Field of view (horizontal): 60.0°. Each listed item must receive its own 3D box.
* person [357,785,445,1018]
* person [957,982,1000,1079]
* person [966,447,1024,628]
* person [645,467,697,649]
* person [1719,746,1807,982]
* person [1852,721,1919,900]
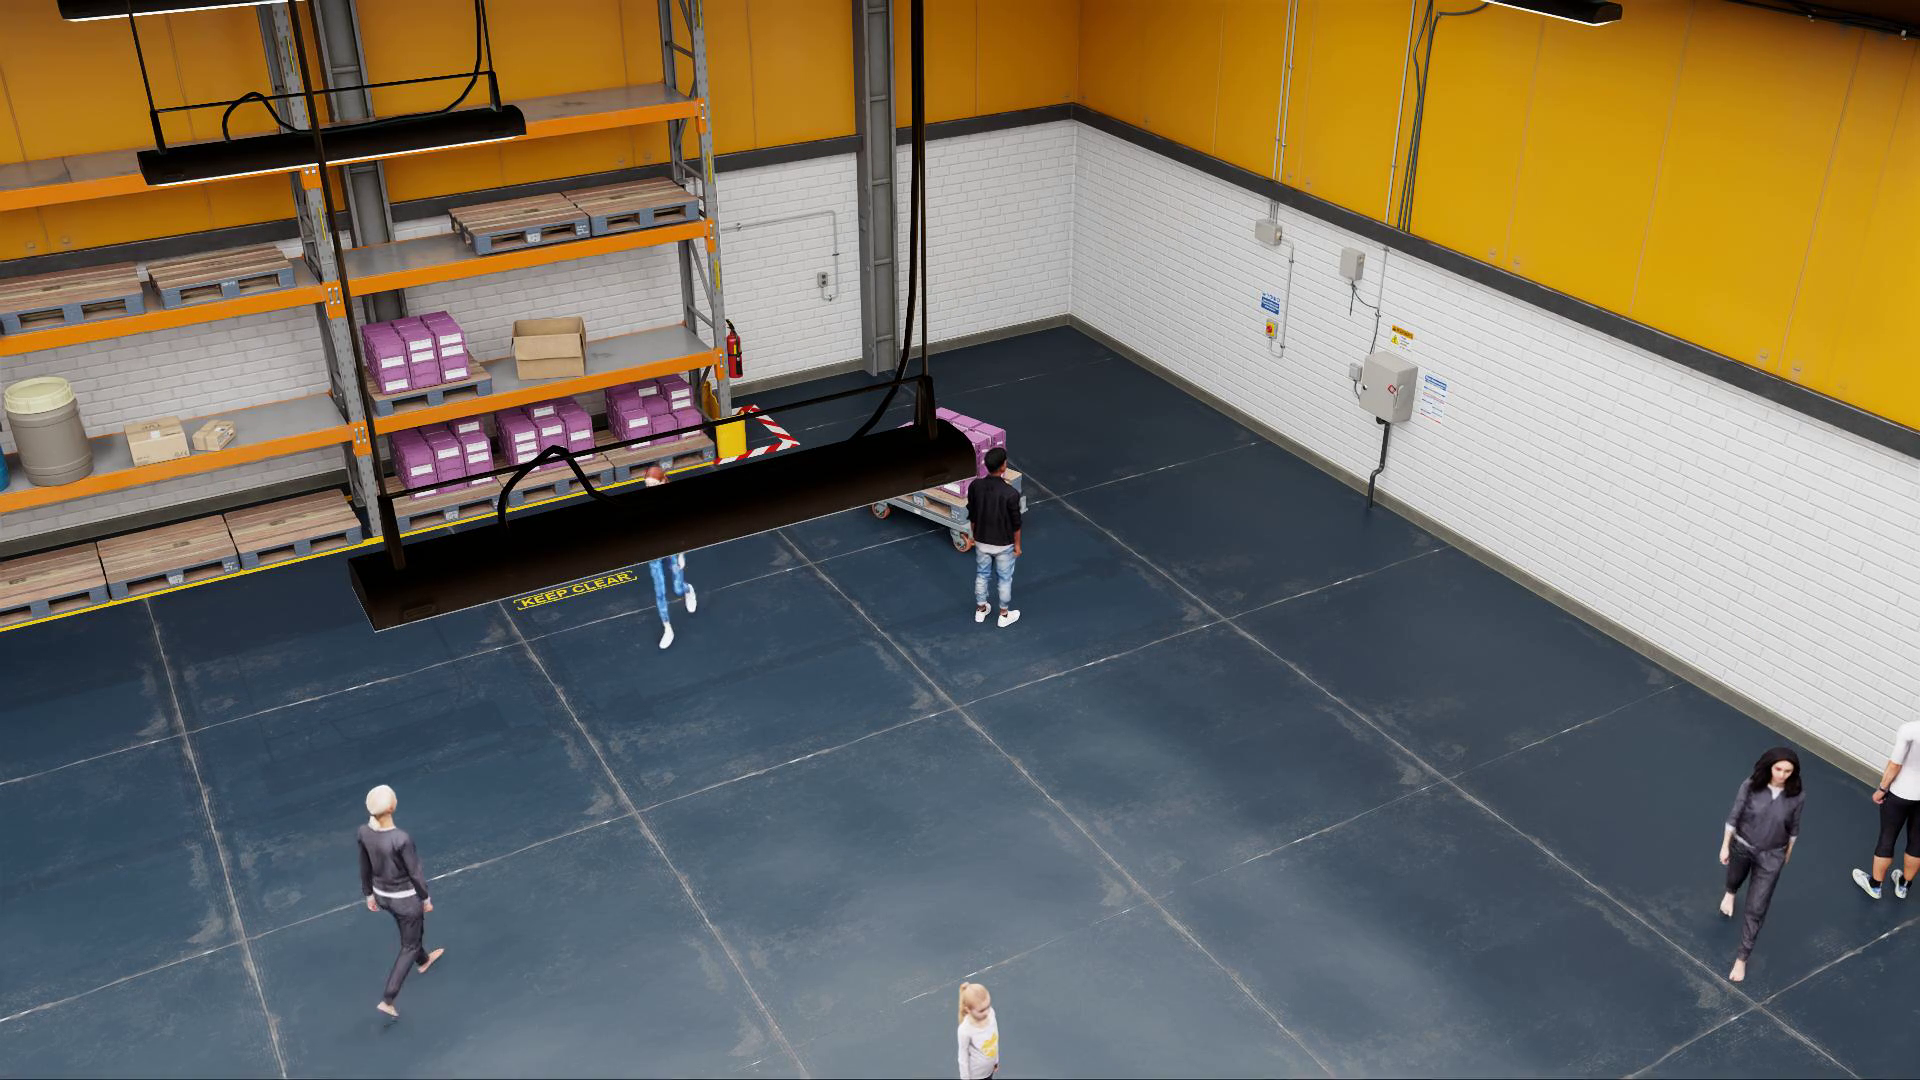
[{"bbox_3d":[-3.850,2.439,11.246,1.016,1.700,1.111,10,30,18],"label":"person"},{"bbox_3d":[0.099,3.235,10.226,0.616,1.279,0.527,22,35,34],"label":"person"},{"bbox_3d":[0.320,-0.032,15.659,0.789,1.812,0.799,13,31,23],"label":"person"},{"bbox_3d":[-2.703,0.103,15.453,0.956,1.771,0.967,5,29,9],"label":"person"},{"bbox_3d":[5.631,2.146,11.772,1.051,1.710,1.256,13,31,23],"label":"person"},{"bbox_3d":[7.004,1.837,12.193,0.707,1.850,0.808,2,29,4],"label":"person"}]
